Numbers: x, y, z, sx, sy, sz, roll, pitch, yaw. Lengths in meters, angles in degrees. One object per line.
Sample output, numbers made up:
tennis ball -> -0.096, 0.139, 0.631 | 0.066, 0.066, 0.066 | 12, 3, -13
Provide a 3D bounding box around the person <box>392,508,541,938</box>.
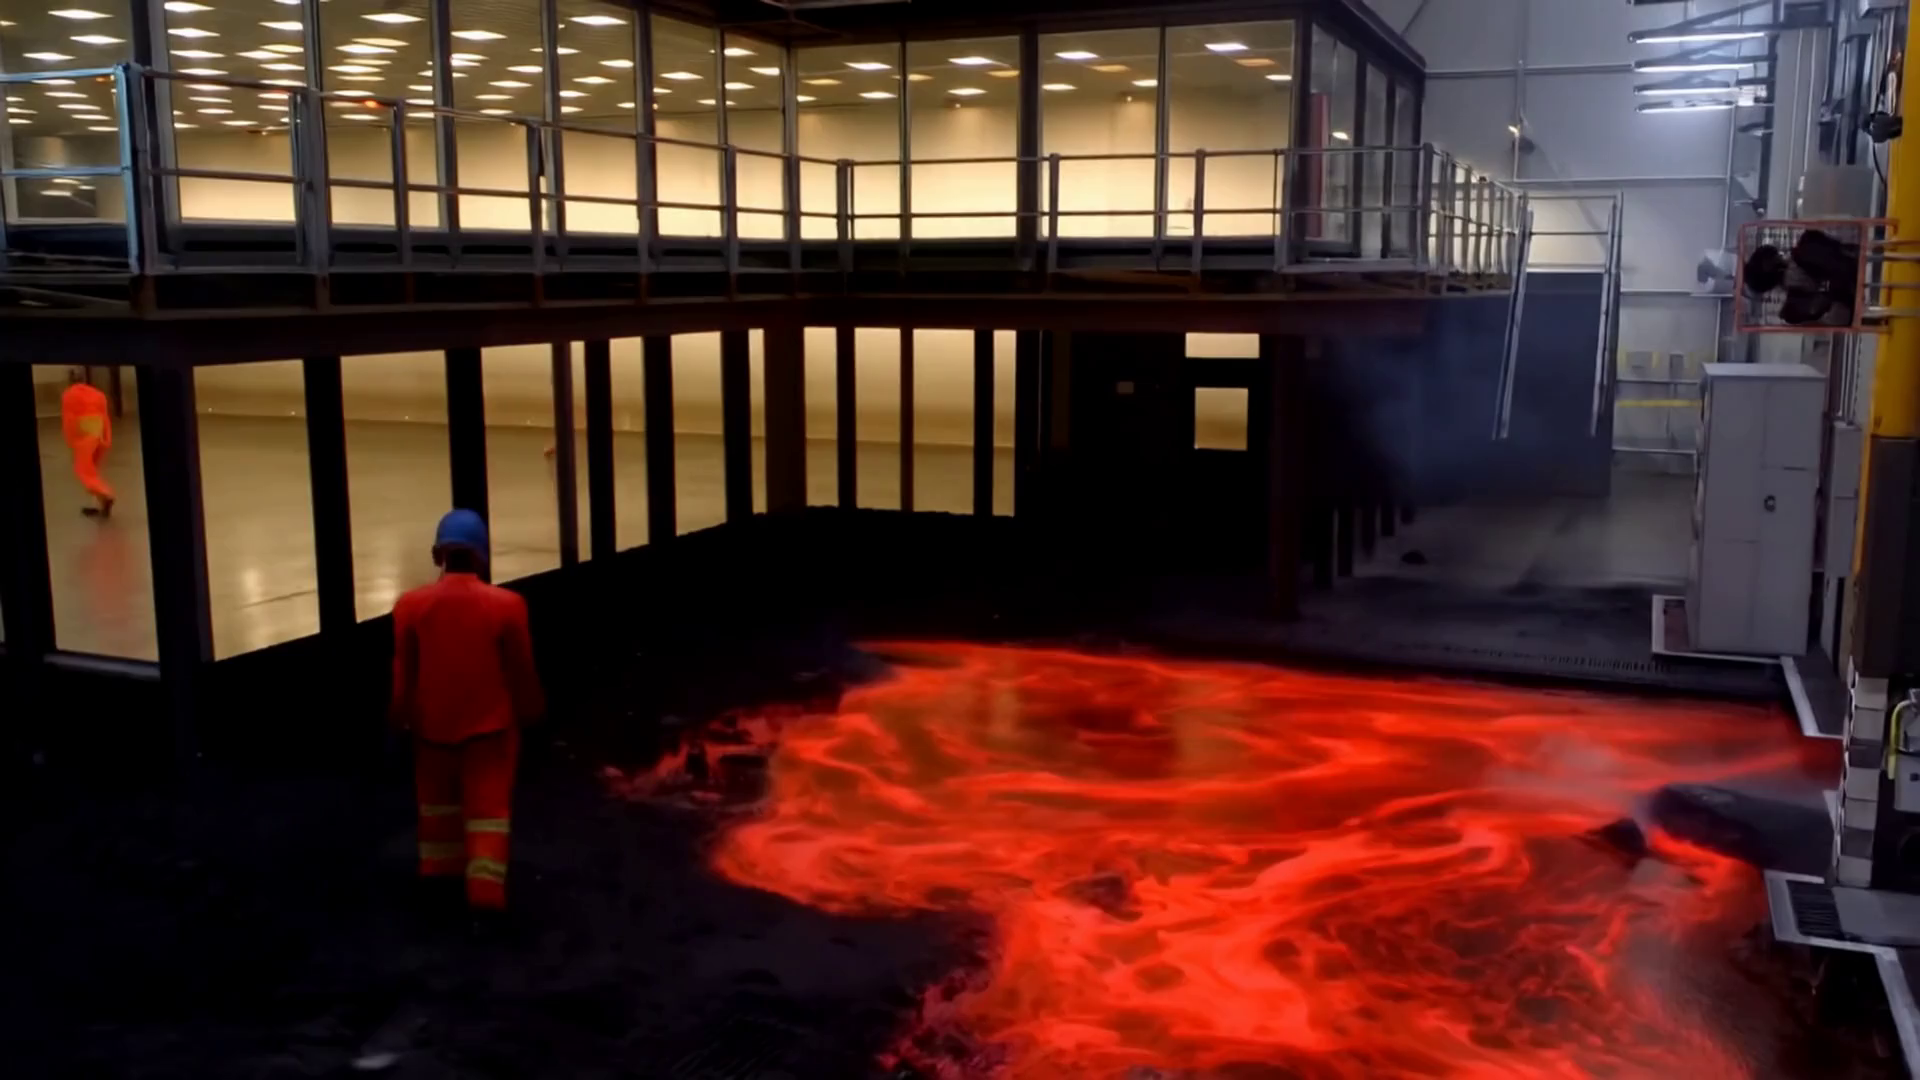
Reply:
person -> -2.297, 0.823, 7.797 | 0.651, 1.964, 0.776 | -2, 9, -12
